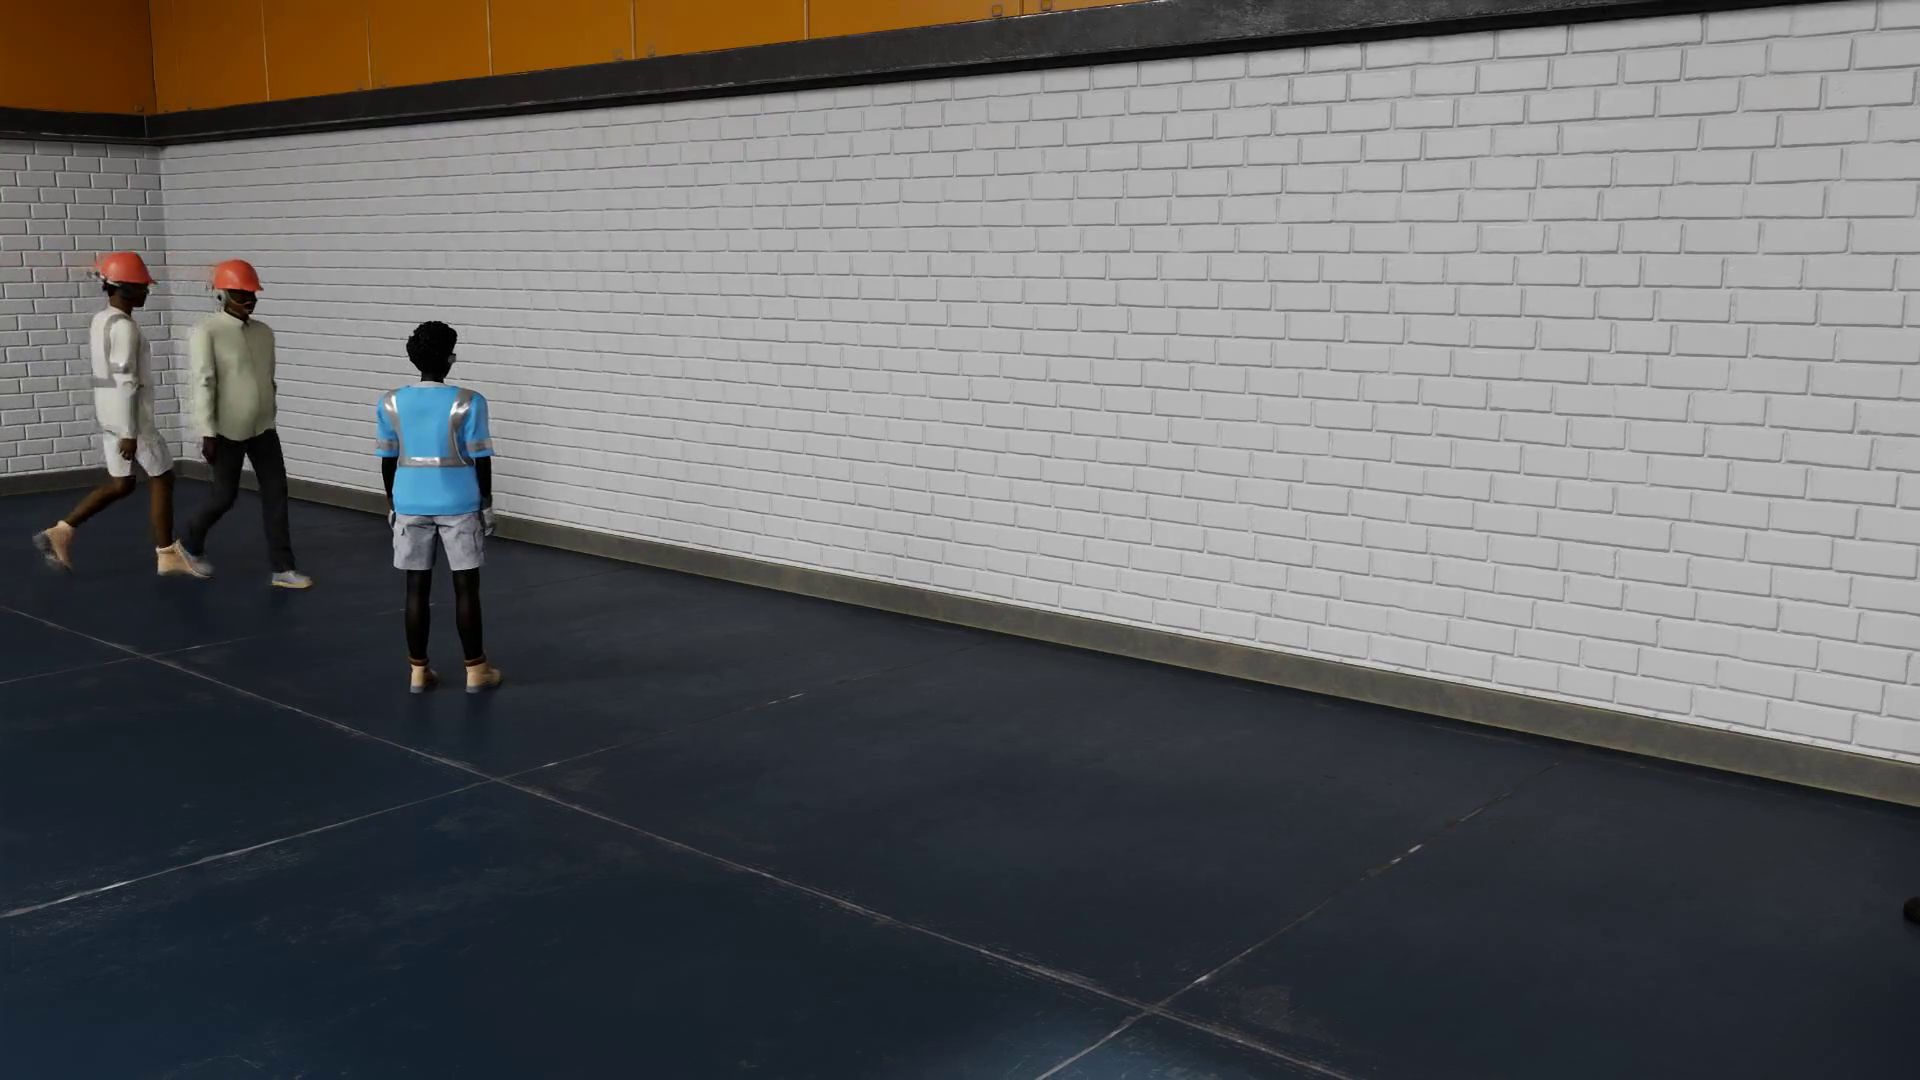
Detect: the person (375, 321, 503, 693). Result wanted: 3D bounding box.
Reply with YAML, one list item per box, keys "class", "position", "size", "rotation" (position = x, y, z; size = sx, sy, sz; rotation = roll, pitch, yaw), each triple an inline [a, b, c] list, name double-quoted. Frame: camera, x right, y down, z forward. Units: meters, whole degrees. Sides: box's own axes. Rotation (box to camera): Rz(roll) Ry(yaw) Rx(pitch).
- class: "person"
  position: [-2.367, -0.141, 7.564]
  size: [0.537, 1.695, 0.321]
  rotation: [1, 10, 4]

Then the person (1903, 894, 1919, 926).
- class: "person"
  position: [3.051, 0.222, 4.822]
  size: [0.547, 1.934, 0.376]
  rotation: [-2, 10, -10]

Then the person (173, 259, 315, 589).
- class: "person"
  position: [-4.345, -0.685, 9.922]
  size: [0.917, 1.964, 0.630]
  rotation: [4, 11, 24]

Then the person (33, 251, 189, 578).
- class: "person"
  position: [-5.126, -0.737, 10.069]
  size: [0.880, 2.009, 0.611]
  rotation: [-9, 13, -42]
